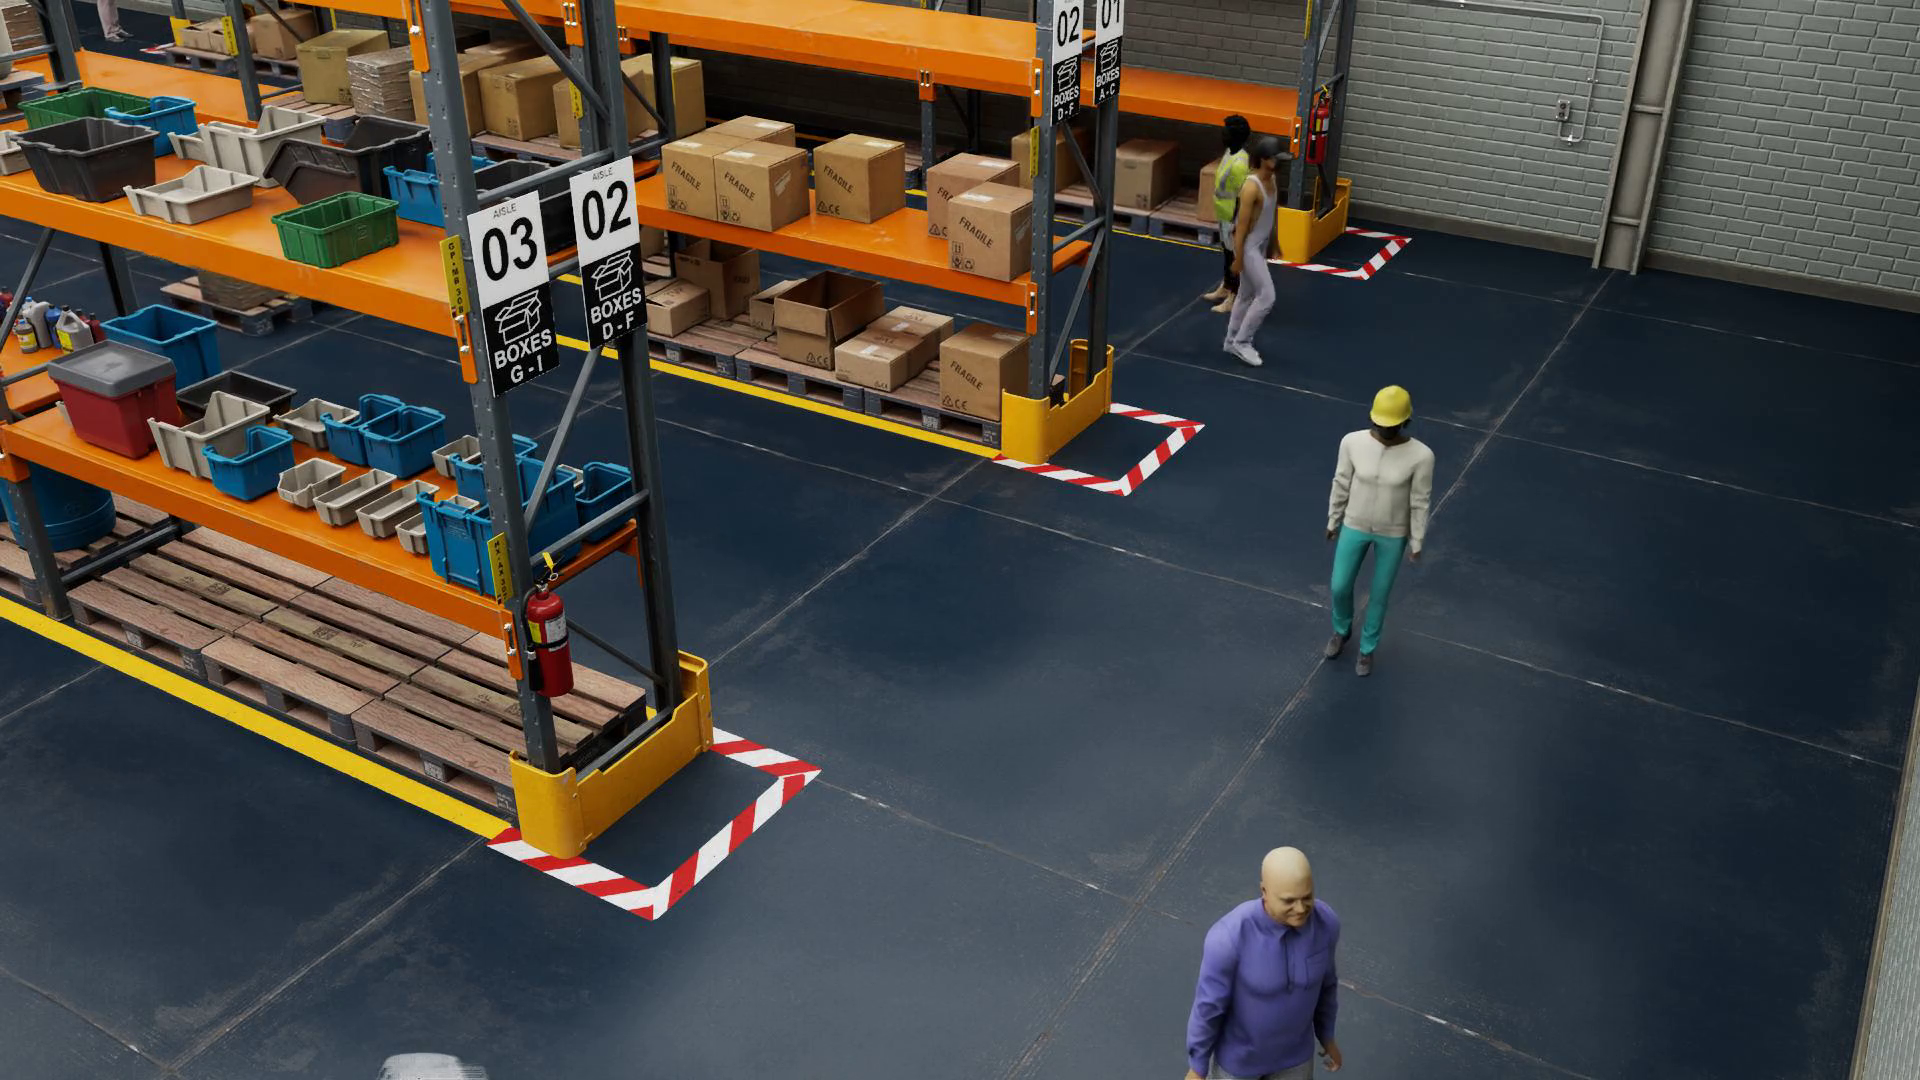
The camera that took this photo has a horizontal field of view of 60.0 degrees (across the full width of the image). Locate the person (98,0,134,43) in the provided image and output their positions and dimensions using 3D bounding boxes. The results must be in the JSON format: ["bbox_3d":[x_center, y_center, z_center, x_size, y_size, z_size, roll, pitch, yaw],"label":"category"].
[{"bbox_3d":[-11.987,-7.914,23.213,0.378,1.844,0.568,0,29,-1],"label":"person"}]

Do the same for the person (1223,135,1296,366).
[{"bbox_3d":[2.361,-2.282,13.118,0.557,1.844,0.506,13,32,22],"label":"person"}]

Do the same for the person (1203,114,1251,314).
[{"bbox_3d":[2.301,-2.761,14.118,0.322,1.696,0.534,0,29,-1],"label":"person"}]

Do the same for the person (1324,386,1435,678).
[{"bbox_3d":[2.290,-0.040,9.174,0.551,1.751,0.376,11,31,19],"label":"person"}]

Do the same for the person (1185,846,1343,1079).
[{"bbox_3d":[1.050,1.789,5.852,0.591,1.800,0.394,-9,30,-16],"label":"person"}]
